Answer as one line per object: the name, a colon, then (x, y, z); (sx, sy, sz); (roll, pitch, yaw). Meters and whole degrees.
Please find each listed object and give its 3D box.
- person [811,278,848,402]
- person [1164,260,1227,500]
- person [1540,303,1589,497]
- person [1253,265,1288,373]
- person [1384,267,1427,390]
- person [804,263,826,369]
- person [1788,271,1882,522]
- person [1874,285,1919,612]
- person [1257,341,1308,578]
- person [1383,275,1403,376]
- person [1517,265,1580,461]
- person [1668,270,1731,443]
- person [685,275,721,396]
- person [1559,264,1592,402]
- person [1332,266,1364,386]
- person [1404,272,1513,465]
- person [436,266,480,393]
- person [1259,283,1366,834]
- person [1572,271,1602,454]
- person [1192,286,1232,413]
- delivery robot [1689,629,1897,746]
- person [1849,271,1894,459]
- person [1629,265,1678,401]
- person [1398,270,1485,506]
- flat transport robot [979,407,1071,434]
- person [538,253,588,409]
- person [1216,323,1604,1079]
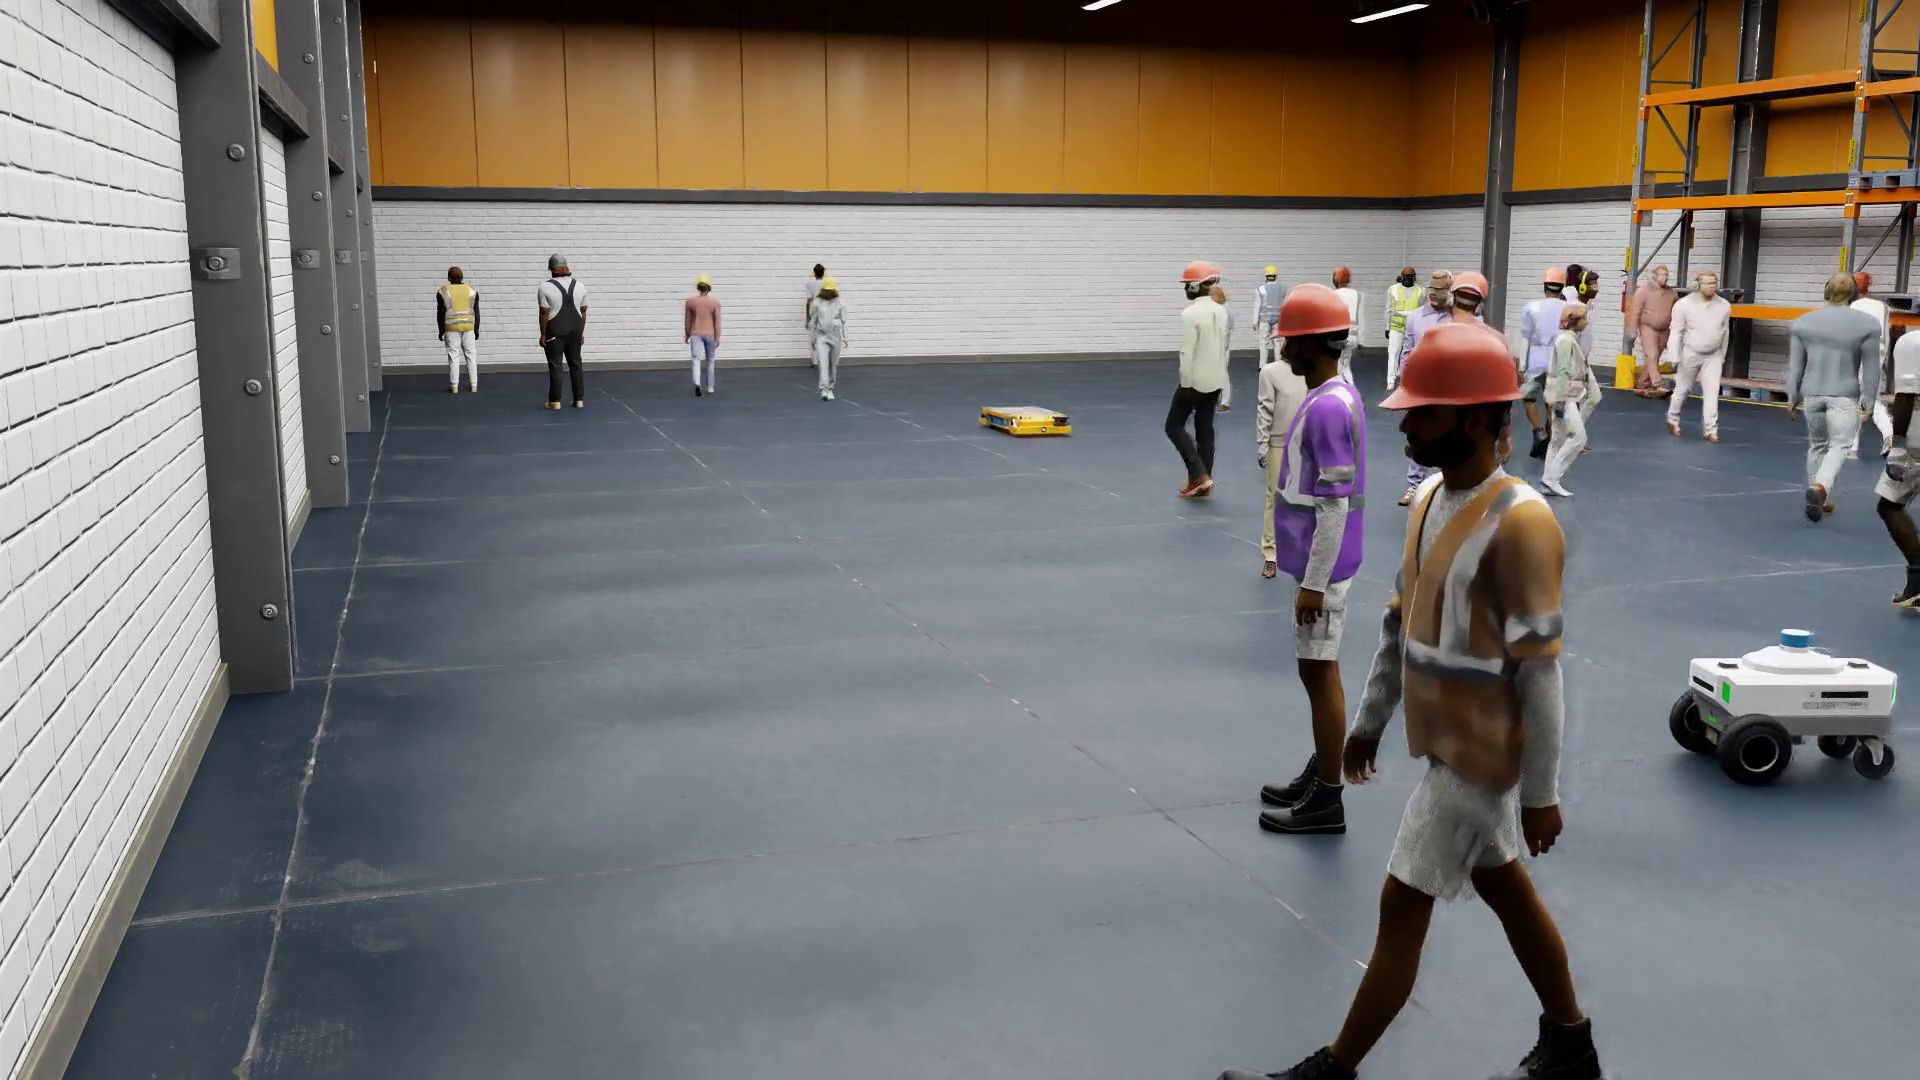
person: (-1.798, -2.757, 22.927); (0.503, 1.694, 0.892); (-2, 10, -9)
person: (1.961, -1.304, 13.705); (0.428, 1.979, 0.628); (10, 14, 44)
person: (5.050, -1.150, 13.841); (0.390, 1.620, 0.538); (4, 11, 23)
person: (5.233, -3.720, 28.120); (0.596, 1.831, 0.403); (-2, 10, -10)
person: (6.635, -3.143, 24.775); (0.621, 1.838, 0.429); (1, 10, 7)
person: (-2.469, -3.942, 29.334); (0.547, 1.871, 0.386); (-2, 10, -9)
person: (6.601, -1.081, 12.633); (0.637, 1.916, 0.848); (9, 13, 42)
person: (5.486, -0.541, 9.429); (0.663, 1.935, 0.459); (-2, 10, -12)
person: (2.113, -0.572, 10.467); (0.500, 1.636, 0.280); (0, 10, -2)
person: (7.287, -3.566, 27.694); (0.538, 1.677, 0.630); (-5, 11, -25)
person: (5.737, -1.710, 16.227); (0.561, 1.918, 0.464); (1, 10, 7)
person: (8.089, -2.024, 18.263); (0.661, 1.869, 0.959); (1, 10, 3)
person: (-3.694, -2.940, 23.893); (0.530, 1.735, 0.830); (-1, 10, -5)
person: (8.136, -2.699, 22.017); (0.611, 1.898, 0.541); (-7, 12, -34)
person: (4.803, -2.509, 20.991); (0.610, 1.872, 0.413); (-3, 10, -18)
person: (3.101, -0.666, 10.212); (0.688, 1.930, 0.748); (-5, 11, -28)
person: (-7.339, -3.072, 24.341); (0.624, 1.847, 0.429); (-6, 11, -31)
person: (1.238, 0.072, 5.873); (0.357, 1.932, 0.553); (2, 10, 13)
person: (6.318, -1.790, 16.880); (0.428, 1.854, 0.513); (8, 12, 37)
person: (3.177, -2.407, 21.149); (0.752, 1.600, 0.523); (-8, 13, -38)
delivery robot: (3.278, 0.596, 6.559); (0.707, 0.478, 0.477); (0, 10, -1)
person: (8.940, -1.706, 16.381); (0.600, 1.861, 0.607); (-3, 10, -14)
person: (9.719, -2.866, 23.089); (0.676, 1.853, 0.975); (-2, 10, -13)
person: (3.831, -1.198, 13.316); (0.650, 1.904, 0.401); (6, 11, 30)
flat transport robot: (0.732, -1.388, 19.138); (0.652, 0.197, 1.431); (-3, 10, -16)
person: (-5.267, -2.749, 21.895); (0.684, 2.000, 0.538); (-8, 13, -40)
person: (1.112, 0.451, 3.840); (1.004, 1.882, 0.572); (-1, 10, -4)
